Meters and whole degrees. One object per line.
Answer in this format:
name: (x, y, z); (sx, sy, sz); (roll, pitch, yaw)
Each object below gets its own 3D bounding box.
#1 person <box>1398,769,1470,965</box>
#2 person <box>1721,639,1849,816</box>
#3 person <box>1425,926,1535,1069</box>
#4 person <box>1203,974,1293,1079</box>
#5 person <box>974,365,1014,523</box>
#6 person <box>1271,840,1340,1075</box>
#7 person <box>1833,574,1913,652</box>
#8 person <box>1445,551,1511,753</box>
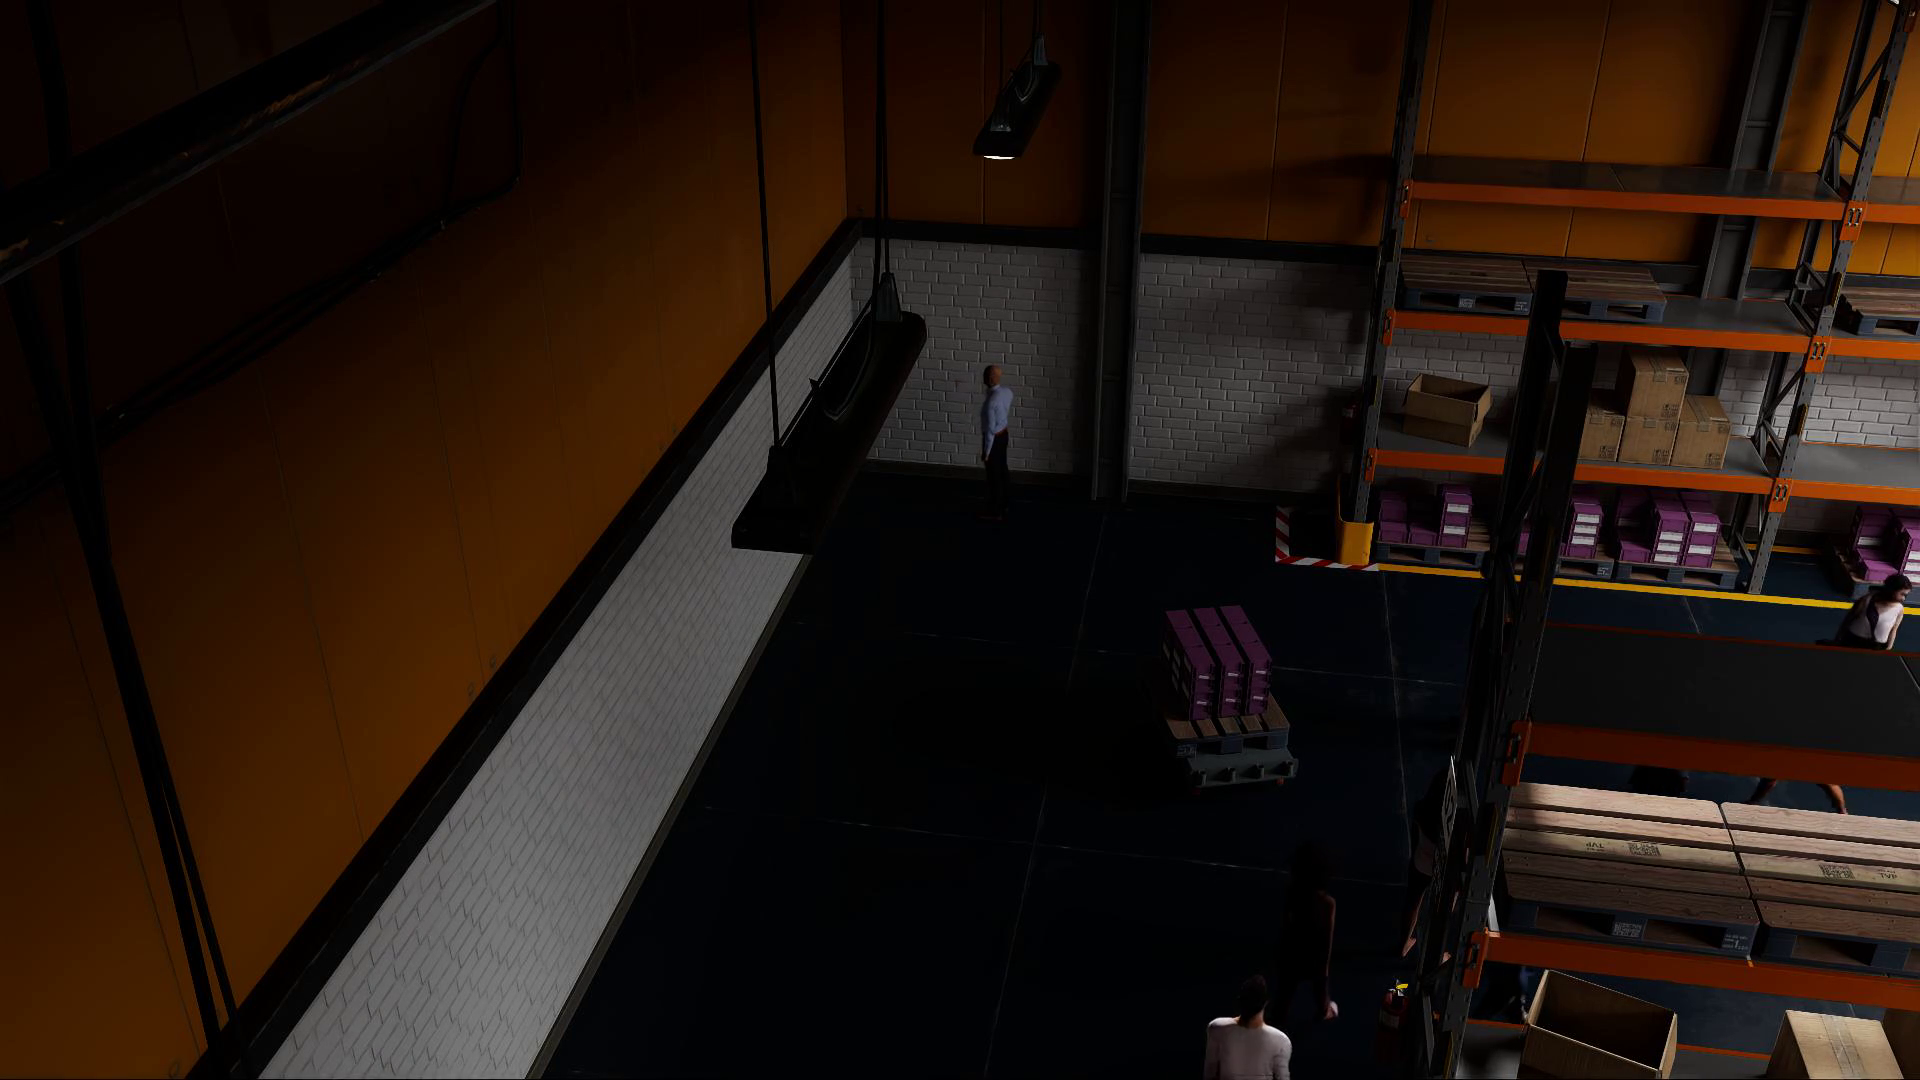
person: (3.407, 2.343, 11.928); (0.635, 1.707, 0.740); (23, 36, 35)
person: (6.861, 1.616, 13.241); (1.220, 1.726, 0.716); (8, 30, 14)
person: (3.684, 2.905, 10.946); (1.124, 1.660, 0.727); (1, 29, 1)
person: (1.689, 3.393, 9.878); (0.636, 1.827, 0.818); (10, 30, 17)
person: (0.377, -1.056, 18.074); (0.648, 1.789, 0.703); (13, 31, 23)
person: (2.240, 2.811, 11.026); (1.019, 1.749, 0.900); (18, 34, 30)
person: (7.810, 0.963, 14.540); (0.500, 1.627, 0.747); (16, 32, 27)
person: (4.508, 0.944, 14.280); (0.687, 1.911, 0.751); (12, 31, 21)
